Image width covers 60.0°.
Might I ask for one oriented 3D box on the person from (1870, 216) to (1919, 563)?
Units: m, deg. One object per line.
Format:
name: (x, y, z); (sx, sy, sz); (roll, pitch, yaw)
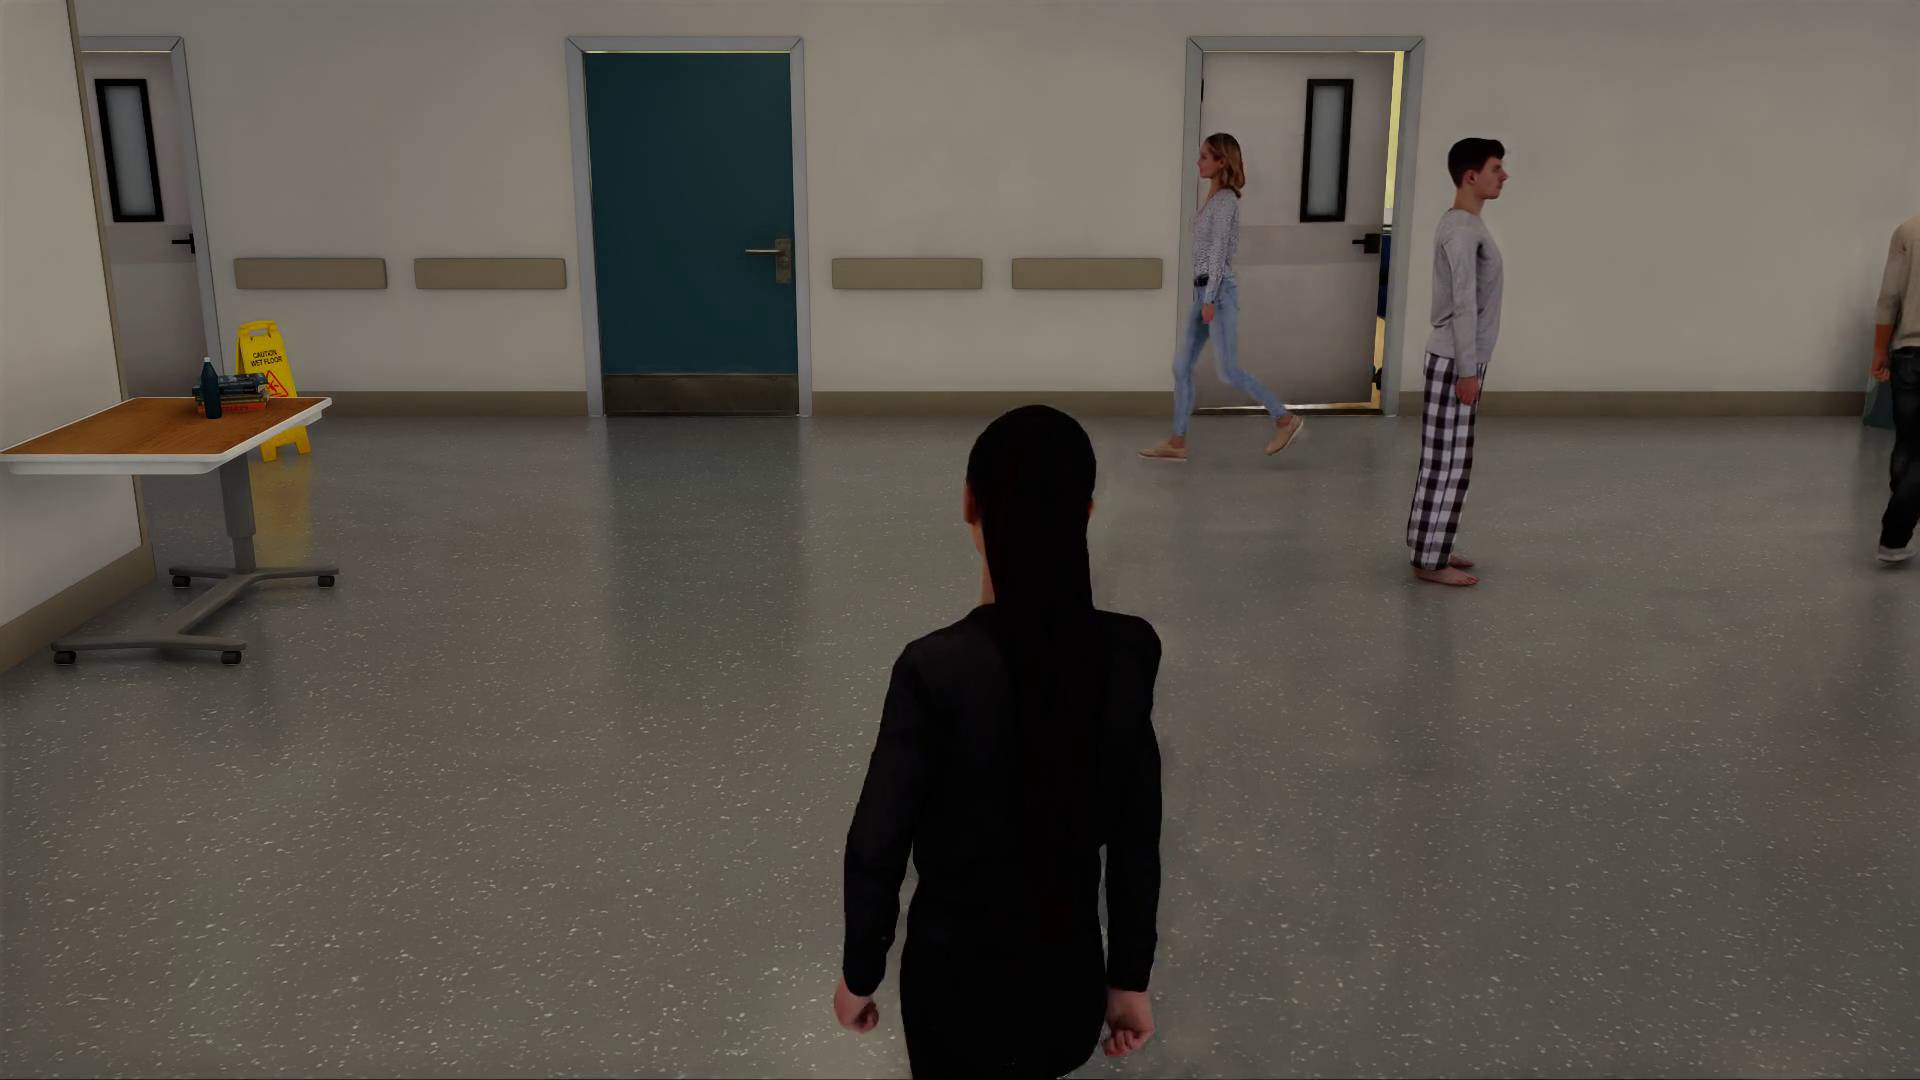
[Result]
person: (4.192, -0.761, 7.178); (1.145, 1.775, 1.074); (-14, 21, -41)

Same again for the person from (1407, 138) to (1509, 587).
person: (2.088, -0.751, 7.010); (0.627, 1.847, 0.679); (4, 16, 15)

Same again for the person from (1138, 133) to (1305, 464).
person: (1.460, -1.253, 8.936); (1.102, 1.768, 0.608); (0, 16, -1)

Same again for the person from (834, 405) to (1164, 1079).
person: (0.113, 0.708, 2.180); (1.057, 1.659, 1.050); (-12, 20, -36)
